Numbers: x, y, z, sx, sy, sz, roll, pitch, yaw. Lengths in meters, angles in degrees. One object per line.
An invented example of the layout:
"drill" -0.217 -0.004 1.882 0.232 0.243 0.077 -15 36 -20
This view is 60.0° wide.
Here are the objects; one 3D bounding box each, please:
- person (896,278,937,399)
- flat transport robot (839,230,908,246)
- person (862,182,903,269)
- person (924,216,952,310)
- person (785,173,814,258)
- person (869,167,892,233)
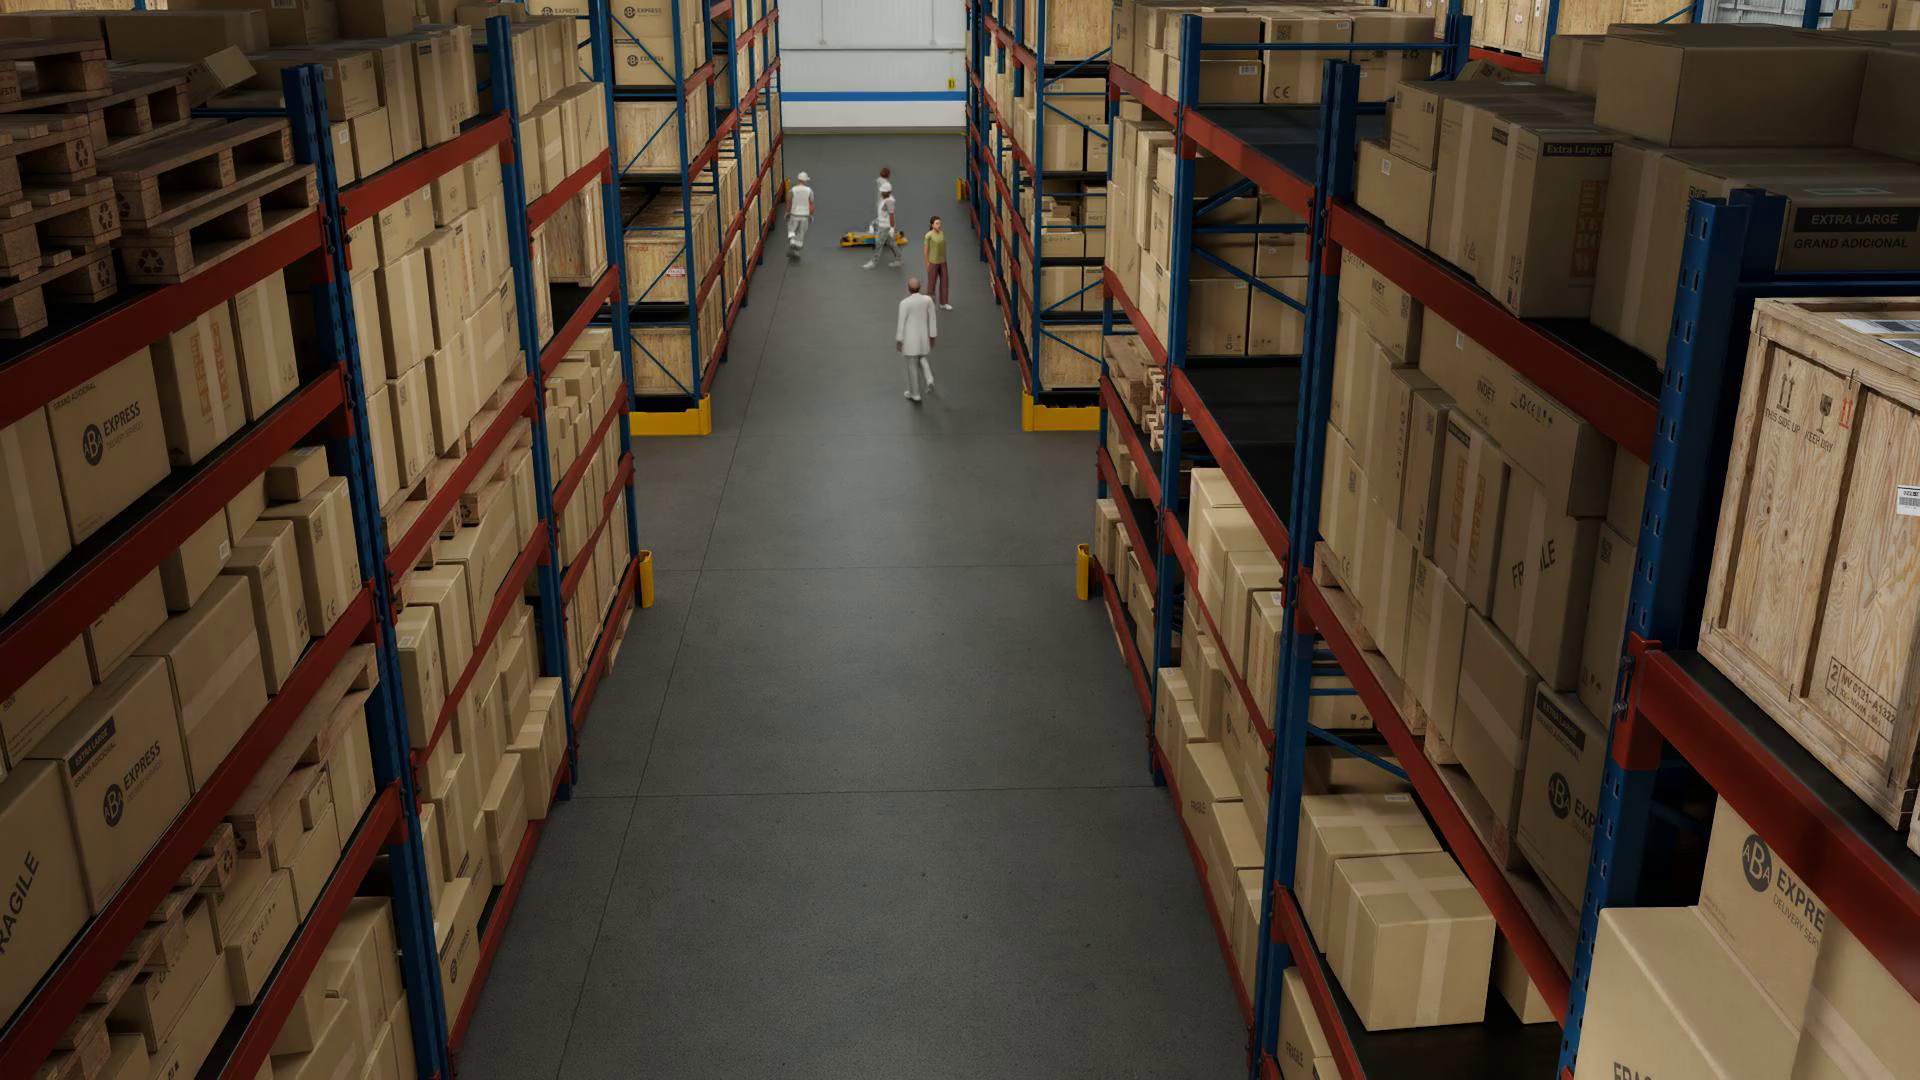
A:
"person" -0.628 -2.934 24.275 0.603 1.778 0.566 -12 23 -29
"flat transport robot" -1.896 -6.580 36.367 1.431 0.262 0.659 -3 21 -8
"person" -1.571 -6.314 33.418 0.853 1.746 0.692 -2 21 -4
"person" -0.415 -5.019 30.060 0.439 1.660 0.365 -15 25 -34
"person" -3.322 -6.715 34.472 0.618 1.767 0.672 -2 21 -7
"person" -1.692 -7.341 36.394 0.432 1.595 0.652 18 27 39
